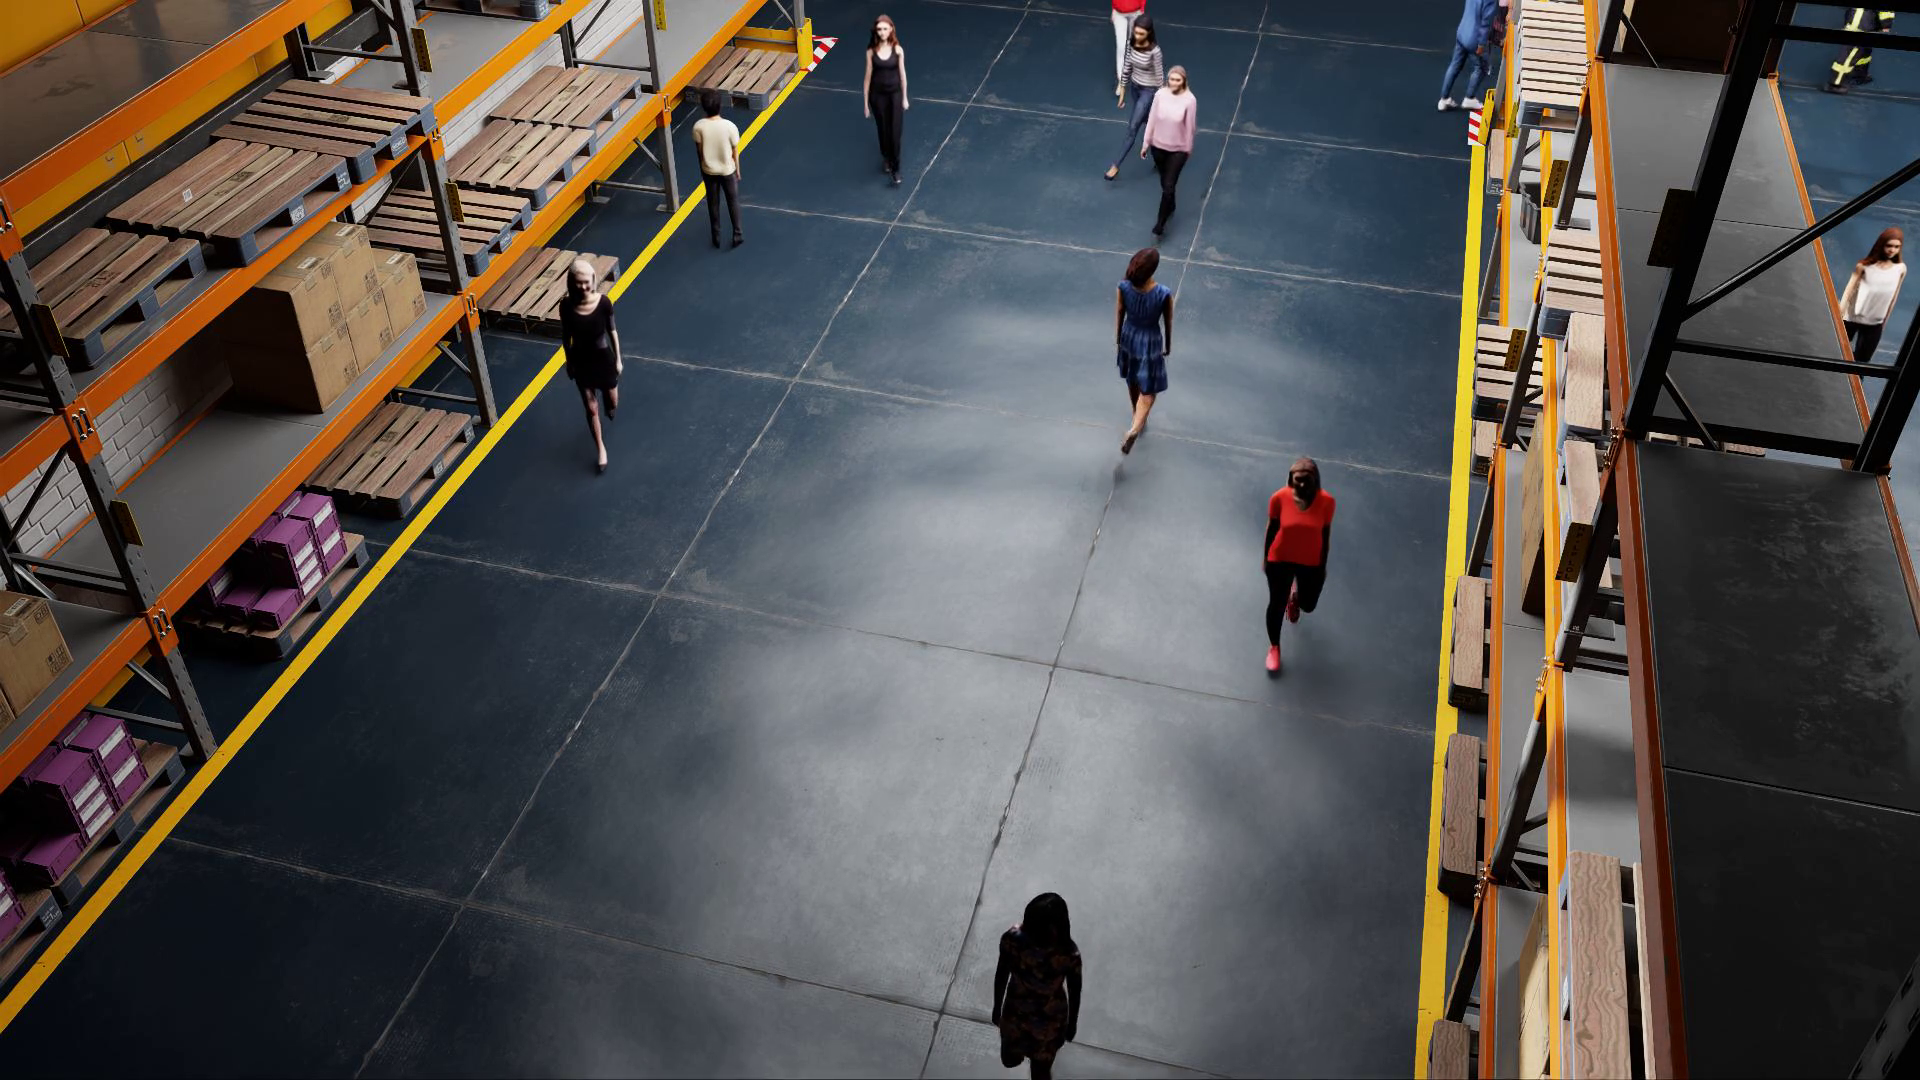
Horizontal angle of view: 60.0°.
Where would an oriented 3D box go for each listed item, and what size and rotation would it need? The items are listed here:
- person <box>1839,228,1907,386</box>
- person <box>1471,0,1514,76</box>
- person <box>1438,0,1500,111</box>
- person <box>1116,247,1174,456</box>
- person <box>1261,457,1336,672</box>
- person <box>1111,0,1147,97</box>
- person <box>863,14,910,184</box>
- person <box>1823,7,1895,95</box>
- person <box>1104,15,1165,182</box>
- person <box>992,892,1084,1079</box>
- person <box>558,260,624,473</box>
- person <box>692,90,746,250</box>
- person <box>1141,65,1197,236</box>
[{"bbox_3d":[7.451,-1.846,13.820,0.595,1.687,1.003,9,40,11],"label":"person"},{"bbox_3d":[6.302,-6.213,19.316,0.930,1.652,0.866,-24,45,-27],"label":"person"},{"bbox_3d":[5.624,-5.570,18.403,0.992,1.787,0.905,-12,40,-14],"label":"person"},{"bbox_3d":[1.426,-1.472,13.274,0.743,1.784,1.086,15,41,18],"label":"person"},{"bbox_3d":[2.298,0.100,11.389,0.665,1.680,0.878,5,39,6],"label":"person"},{"bbox_3d":[1.936,-6.030,19.083,0.656,1.657,1.143,5,39,6],"label":"person"},{"bbox_3d":[-0.769,-4.648,17.299,0.796,1.723,0.963,-2,39,-3],"label":"person"},{"bbox_3d":[10.214,-5.978,18.867,0.952,1.847,0.898,1,39,2],"label":"person"},{"bbox_3d":[1.959,-4.592,17.227,1.194,1.728,1.021,-30,47,-32],"label":"person"},{"bbox_3d":[0.408,2.370,8.514,0.648,1.721,0.873,13,40,16],"label":"person"},{"bbox_3d":[-2.900,-1.440,13.213,0.831,1.811,1.007,-5,39,-6],"label":"person"},{"bbox_3d":[-2.324,-3.570,16.059,0.644,1.588,0.575,-1,39,-2],"label":"person"},{"bbox_3d":[2.099,-3.905,16.428,0.762,1.649,1.086,19,42,22],"label":"person"}]
